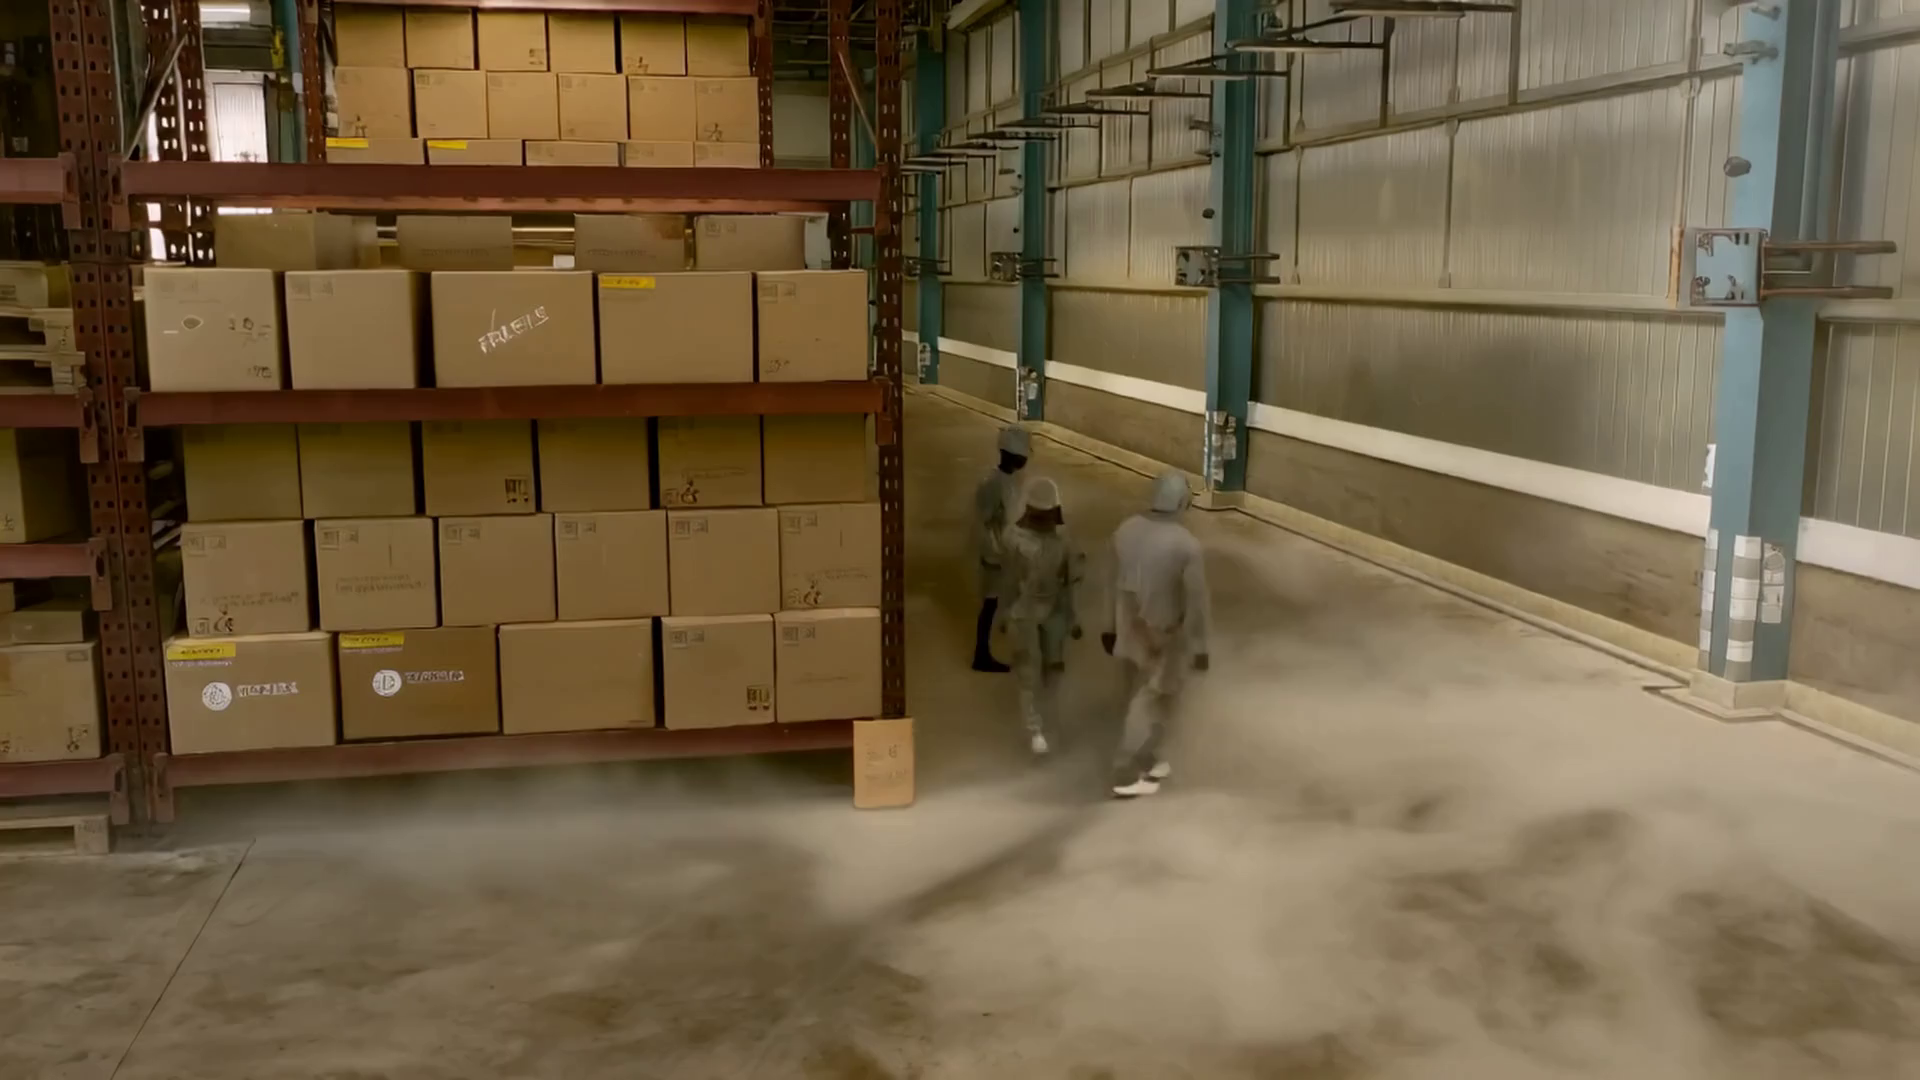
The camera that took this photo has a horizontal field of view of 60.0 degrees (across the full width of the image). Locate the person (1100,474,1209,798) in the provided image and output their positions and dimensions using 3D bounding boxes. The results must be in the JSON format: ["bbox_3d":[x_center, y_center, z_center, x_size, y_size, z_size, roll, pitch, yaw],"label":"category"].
[{"bbox_3d":[1.158,0.550,9.529,0.677,1.864,0.670,-6,11,-34],"label":"person"}]

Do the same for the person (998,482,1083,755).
[{"bbox_3d":[0.507,0.474,10.483,0.503,1.697,0.887,-2,9,-11],"label":"person"}]

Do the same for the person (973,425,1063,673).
[{"bbox_3d":[0.398,0.096,12.245,0.814,1.889,0.580,6,11,33],"label":"person"}]
